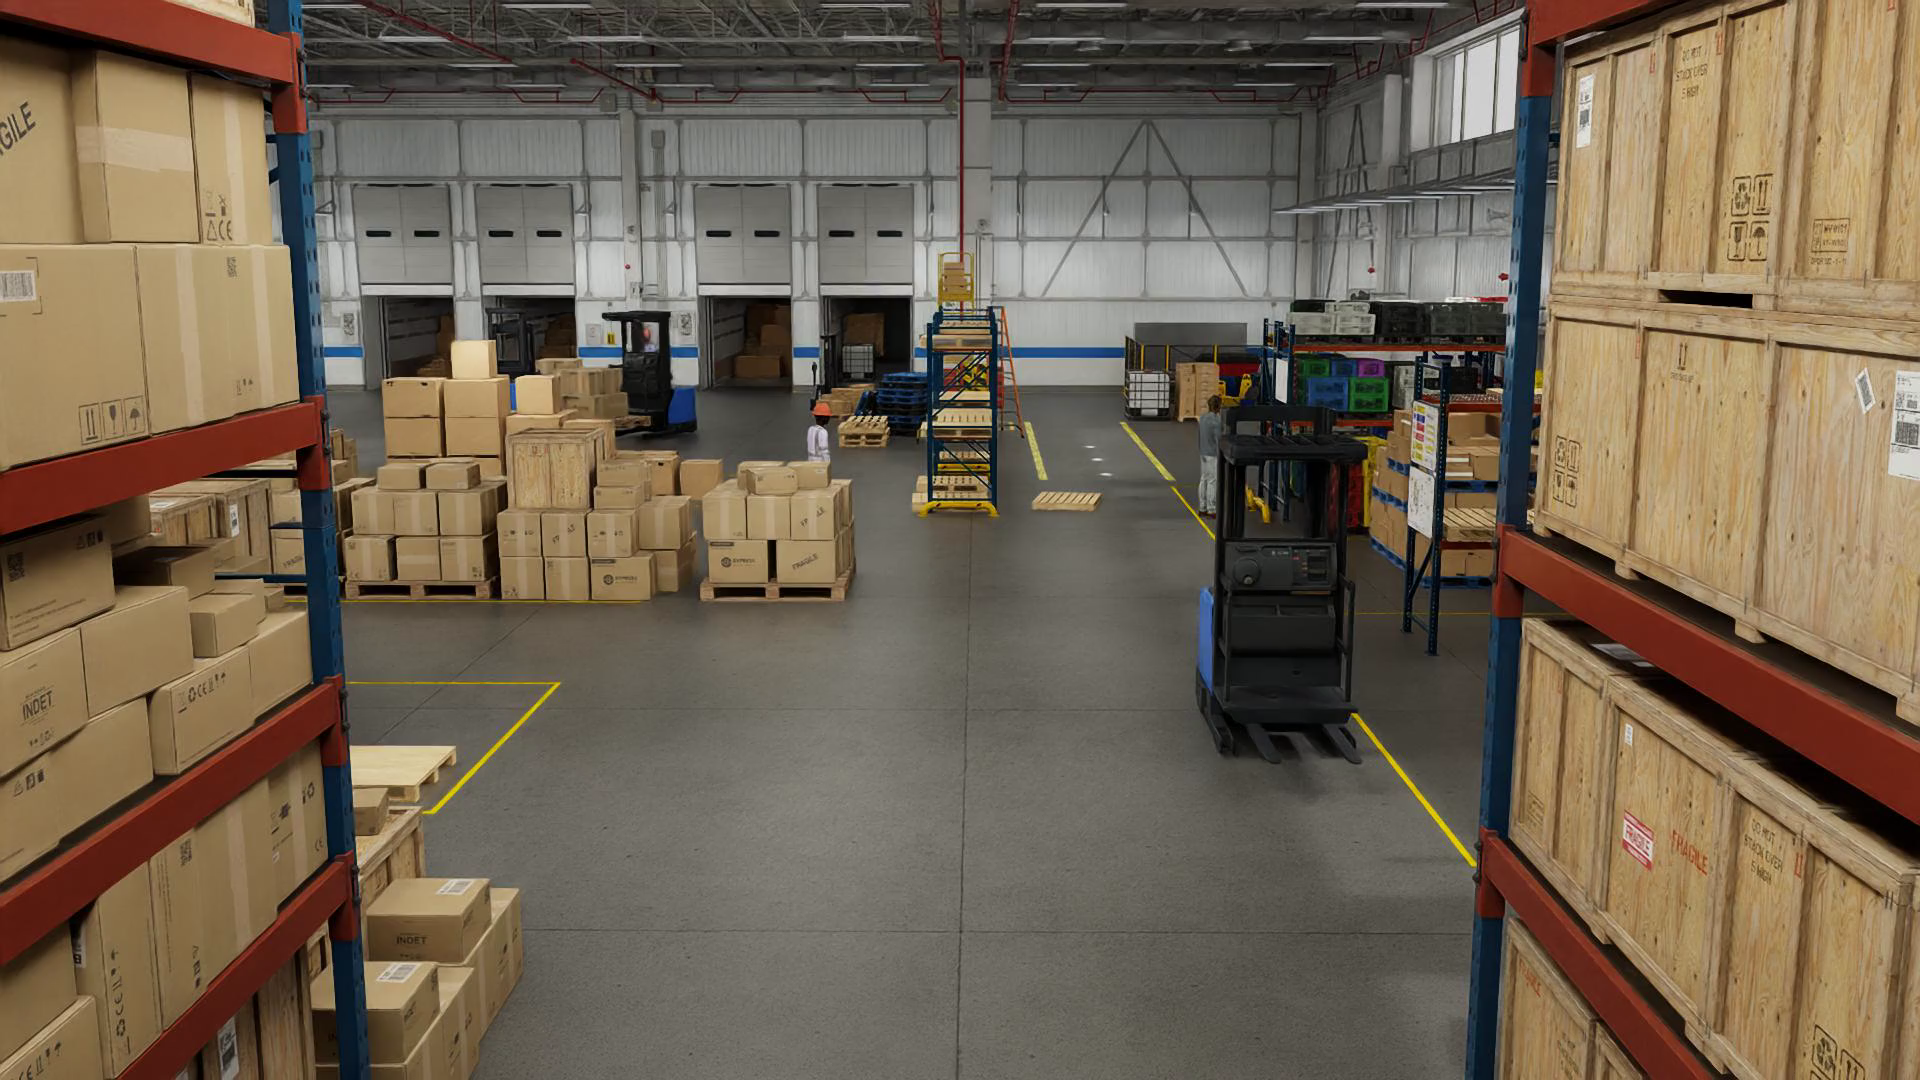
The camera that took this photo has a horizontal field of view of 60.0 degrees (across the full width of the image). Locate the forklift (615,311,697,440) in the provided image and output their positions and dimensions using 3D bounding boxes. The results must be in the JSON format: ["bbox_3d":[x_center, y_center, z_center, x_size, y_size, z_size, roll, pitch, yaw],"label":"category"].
[{"bbox_3d":[-6.885,-3.733,37.240,1.129,2.768,1.873,5,11,29],"label":"forklift"}]

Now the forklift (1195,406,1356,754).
[{"bbox_3d":[2.694,0.240,14.316,1.129,2.768,1.873,0,10,1],"label":"forklift"}]

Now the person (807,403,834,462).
[{"bbox_3d":[-2.036,-1.050,24.477,0.375,1.935,0.551,-6,11,-30],"label":"person"}]

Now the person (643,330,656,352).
[{"bbox_3d":[-8.827,-4.968,47.116,0.389,1.930,0.544,-7,12,-36],"label":"person"}]

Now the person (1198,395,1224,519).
[{"bbox_3d":[3.918,-1.291,25.864,0.354,1.938,0.636,-3,10,-18],"label":"person"}]

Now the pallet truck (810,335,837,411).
[{"bbox_3d":[-3.021,-4.312,43.126,1.885,1.965,0.823,3,10,17],"label":"pallet truck"}]

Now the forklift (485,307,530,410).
[{"bbox_3d":[-10.754,-4.150,39.646,1.129,2.768,1.873,0,10,1],"label":"forklift"}]
